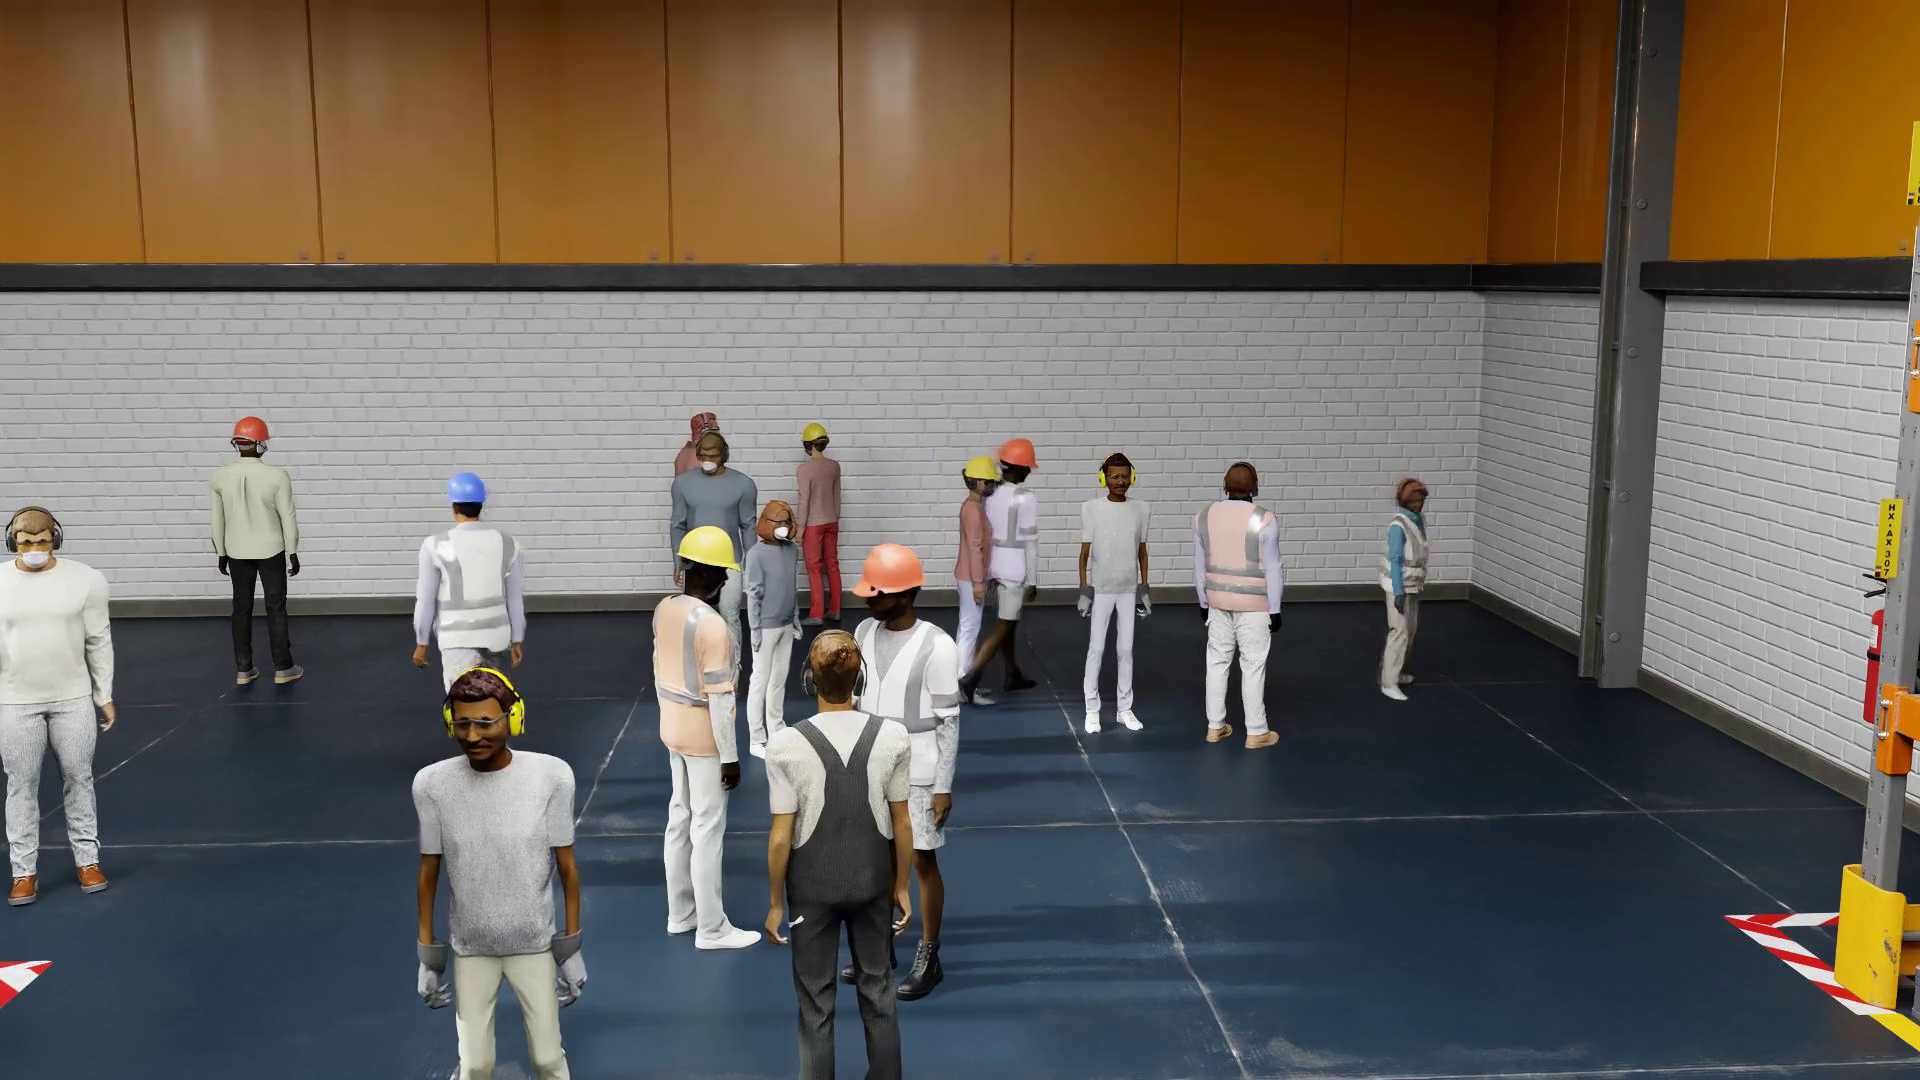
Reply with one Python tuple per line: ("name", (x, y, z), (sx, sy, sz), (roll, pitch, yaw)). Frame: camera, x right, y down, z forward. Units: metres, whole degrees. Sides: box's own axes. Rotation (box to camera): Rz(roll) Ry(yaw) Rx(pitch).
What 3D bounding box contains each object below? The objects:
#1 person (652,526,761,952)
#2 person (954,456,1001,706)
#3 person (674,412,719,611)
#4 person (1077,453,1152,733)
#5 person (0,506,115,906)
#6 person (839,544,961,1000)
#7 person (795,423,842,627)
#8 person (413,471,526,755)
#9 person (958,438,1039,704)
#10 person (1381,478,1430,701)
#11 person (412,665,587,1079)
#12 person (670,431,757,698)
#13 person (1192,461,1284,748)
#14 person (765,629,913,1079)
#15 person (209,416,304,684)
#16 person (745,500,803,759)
("person", (-1.159, 0.890, 7.517), (0.381, 1.917, 0.586), (-7, 11, -36))
("person", (0.122, 0.282, 11.814), (0.328, 1.765, 0.528), (0, 9, -2))
("person", (-2.108, -0.105, 13.794), (0.399, 1.909, 0.642), (-6, 11, -32))
("person", (1.031, 0.351, 11.064), (0.512, 1.868, 0.328), (-2, 9, -13))
("person", (-4.447, 0.789, 8.098), (0.628, 1.935, 0.373), (-6, 11, -31))
("person", (-0.262, 0.965, 6.997), (0.543, 1.932, 0.376), (7, 11, 37))
("person", (-1.241, -0.132, 14.404), (0.323, 1.767, 0.533), (7, 11, 37))
("person", (-2.773, 0.564, 9.600), (0.601, 1.913, 0.946), (-9, 13, -44))
("person", (0.273, 0.227, 11.799), (0.904, 1.906, 0.555), (-9, 13, -44))
("person", (3.177, 0.341, 11.915), (0.396, 1.609, 0.641), (6, 11, 32))
("person", (-1.444, 1.287, 5.249), (0.521, 1.855, 0.380), (-1, 9, -8))
("person", (-1.763, 0.179, 11.935), (0.627, 1.933, 0.372), (0, 9, -1))
("person", (1.809, 0.415, 10.728), (0.621, 1.847, 0.429), (7, 11, 37))
("person", (-0.412, 1.216, 5.696), (0.514, 1.844, 0.327), (-3, 9, -18))
("person", (-5.217, 0.080, 12.355), (0.622, 1.993, 0.381), (0, 9, -2))
("person", (-1.163, 0.555, 10.512), (0.286, 1.631, 0.502), (5, 10, 29))
